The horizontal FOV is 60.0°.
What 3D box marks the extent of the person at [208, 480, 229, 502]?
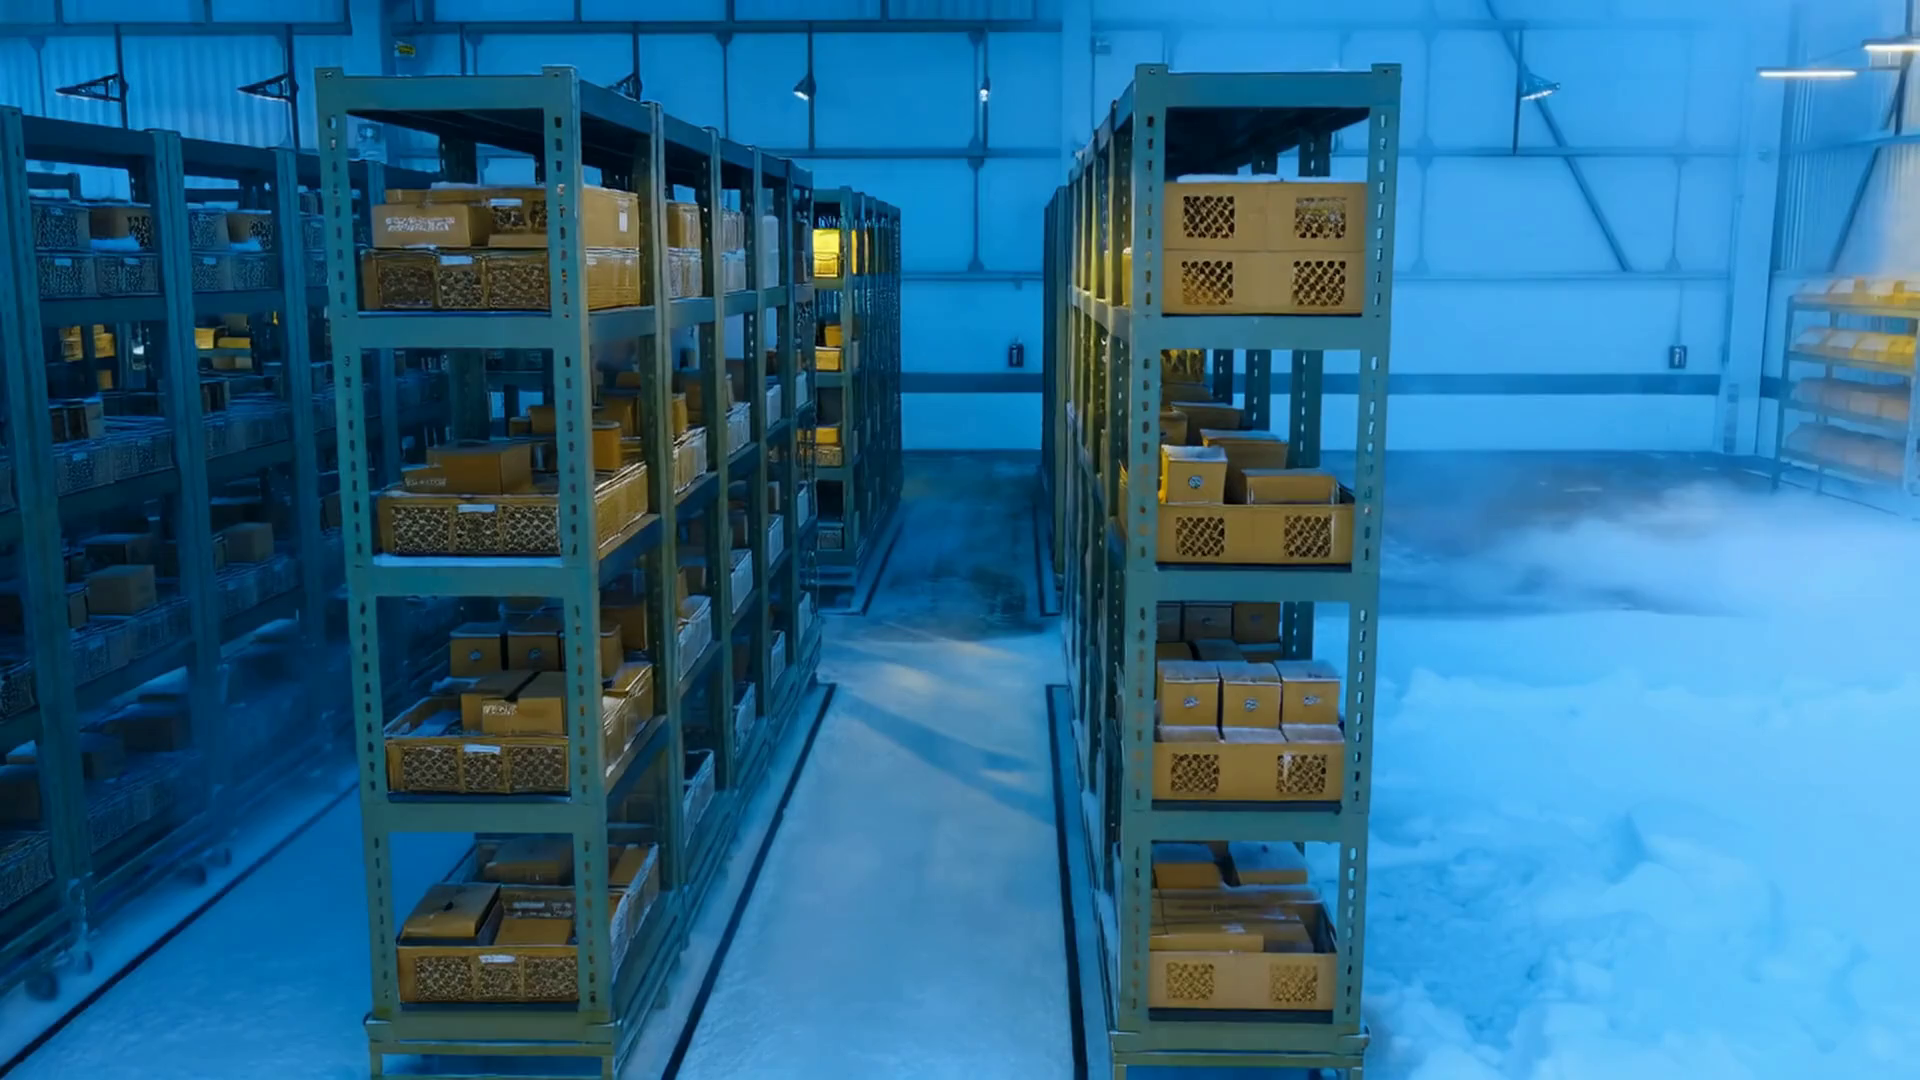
[{"bbox_3d":[-7.624,-0.825,16.851,0.392,1.991,0.613,-2,10,-12],"label":"person"}]
